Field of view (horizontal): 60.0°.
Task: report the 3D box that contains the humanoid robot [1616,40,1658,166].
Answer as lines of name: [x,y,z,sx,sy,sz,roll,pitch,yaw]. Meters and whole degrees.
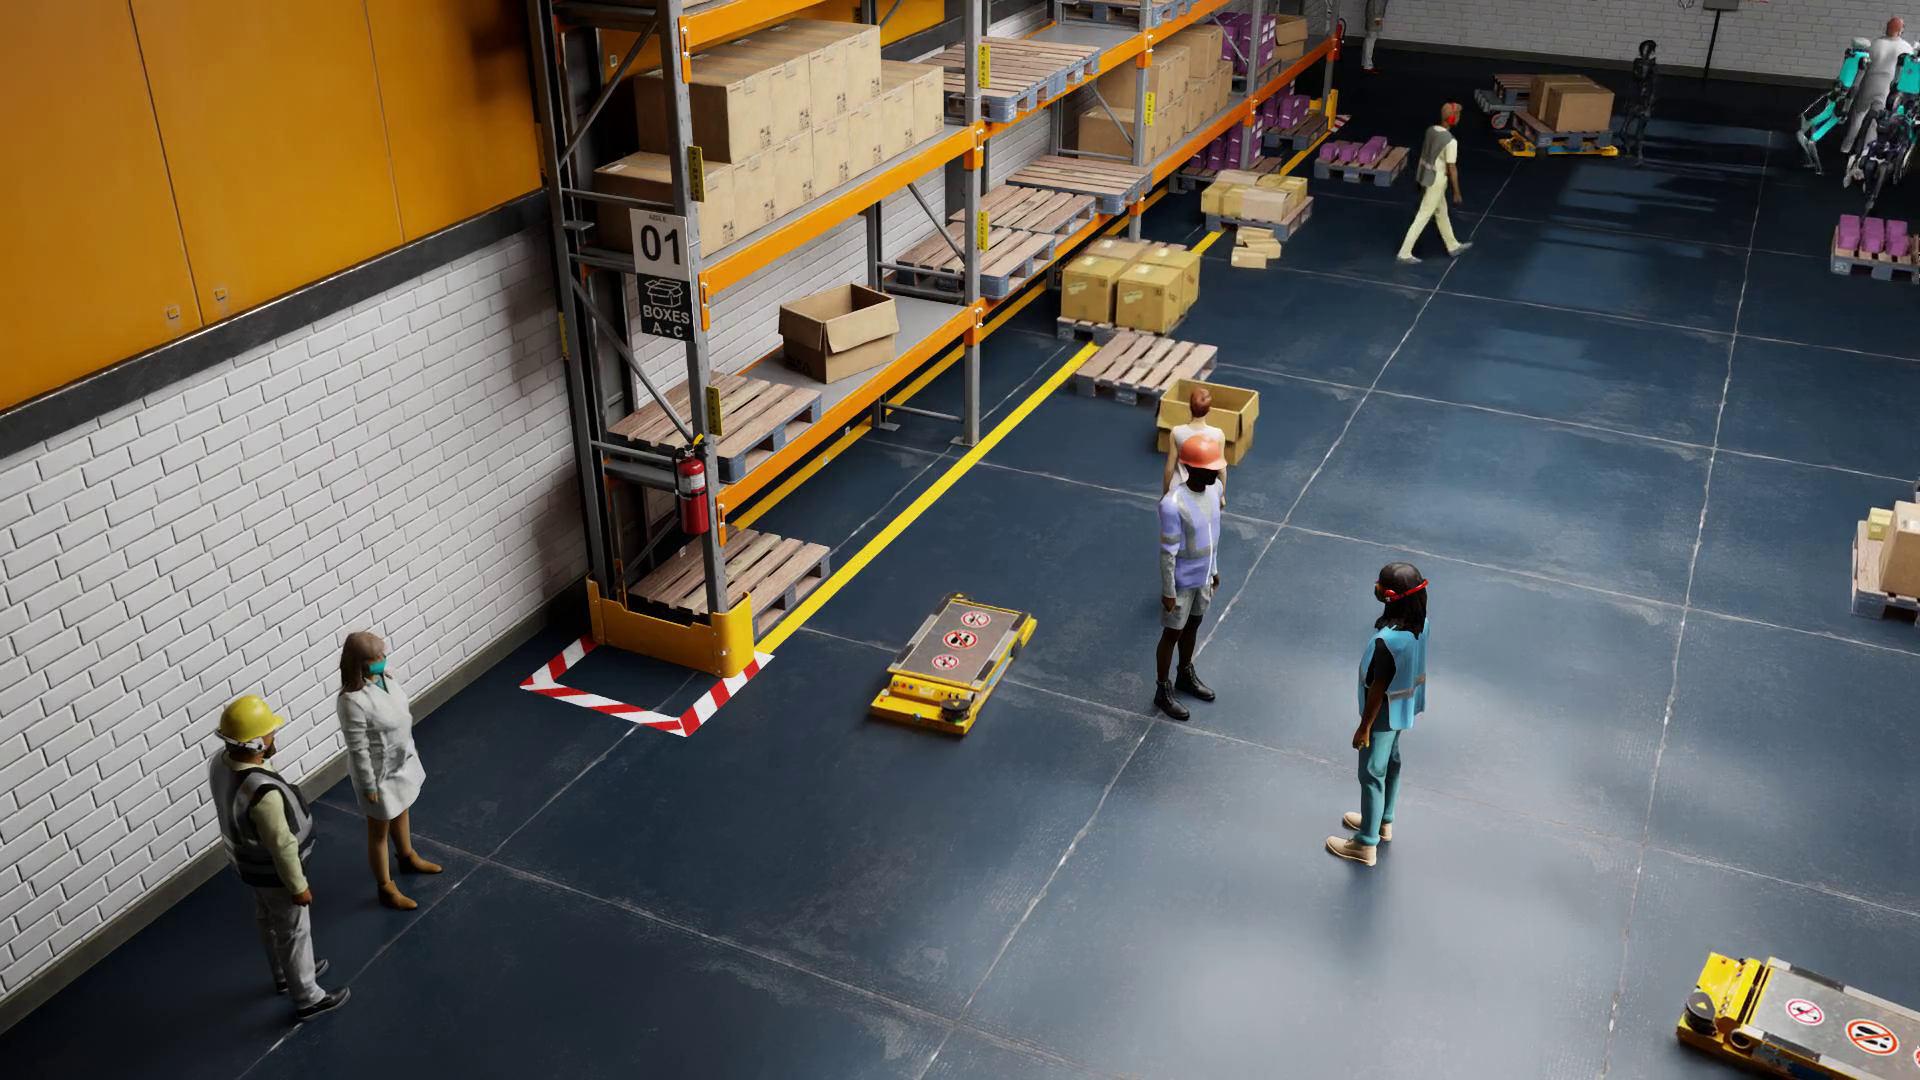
humanoid robot: [8.974,-5.758,21.926,0.325,1.649,0.589,-8,29,-14]

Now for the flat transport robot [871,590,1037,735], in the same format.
flat transport robot: [-0.018,0.805,11.235,0.659,0.231,1.431,10,30,19]

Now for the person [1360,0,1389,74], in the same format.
person: [6.712,-8.477,26.802,0.368,1.834,0.501,4,29,7]

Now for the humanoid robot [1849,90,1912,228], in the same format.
humanoid robot: [10.870,-4.504,19.648,0.807,1.625,0.591,-22,35,-35]

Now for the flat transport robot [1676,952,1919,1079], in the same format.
flat transport robot: [4.339,2.480,8.129,1.431,0.231,0.659,19,34,31]

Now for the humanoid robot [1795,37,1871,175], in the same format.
humanoid robot: [11.241,-5.605,21.579,0.694,1.791,0.541,1,28,2]

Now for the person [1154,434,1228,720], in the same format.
person: [1.473,0.218,10.564,0.352,1.942,0.544,24,37,37]

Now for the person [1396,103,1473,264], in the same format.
person: [5.358,-3.934,18.409,0.963,1.788,0.591,-4,29,-7]

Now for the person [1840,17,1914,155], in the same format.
person: [12.218,-6.005,22.167,0.660,1.878,0.825,13,31,23]

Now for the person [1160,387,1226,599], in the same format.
person: [1.656,-0.306,11.826,0.464,1.659,0.272,3,28,6]

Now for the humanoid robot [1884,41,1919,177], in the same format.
humanoid robot: [12.312,-5.519,21.491,0.708,1.851,0.564,-15,32,-26]

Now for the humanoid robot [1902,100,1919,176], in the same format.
humanoid robot: [12.353,-5.524,21.491,0.368,1.637,0.609,3,28,5]

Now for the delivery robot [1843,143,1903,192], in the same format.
delivery robot: [11.712,-4.790,21.329,0.814,0.614,0.499,-19,34,-31]

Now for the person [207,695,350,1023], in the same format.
person: [-3.374,1.566,8.191,0.403,1.825,0.589,-24,37,-38]

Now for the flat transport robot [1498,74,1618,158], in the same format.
flat transport robot: [8.203,-5.436,22.808,1.431,0.231,0.659,-1,28,-1]

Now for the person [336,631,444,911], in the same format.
person: [-3.095,1.227,8.984,0.338,1.660,0.482,5,29,10]

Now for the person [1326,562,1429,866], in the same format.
person: [2.366,0.968,9.263,0.394,1.862,0.508,18,33,30]
